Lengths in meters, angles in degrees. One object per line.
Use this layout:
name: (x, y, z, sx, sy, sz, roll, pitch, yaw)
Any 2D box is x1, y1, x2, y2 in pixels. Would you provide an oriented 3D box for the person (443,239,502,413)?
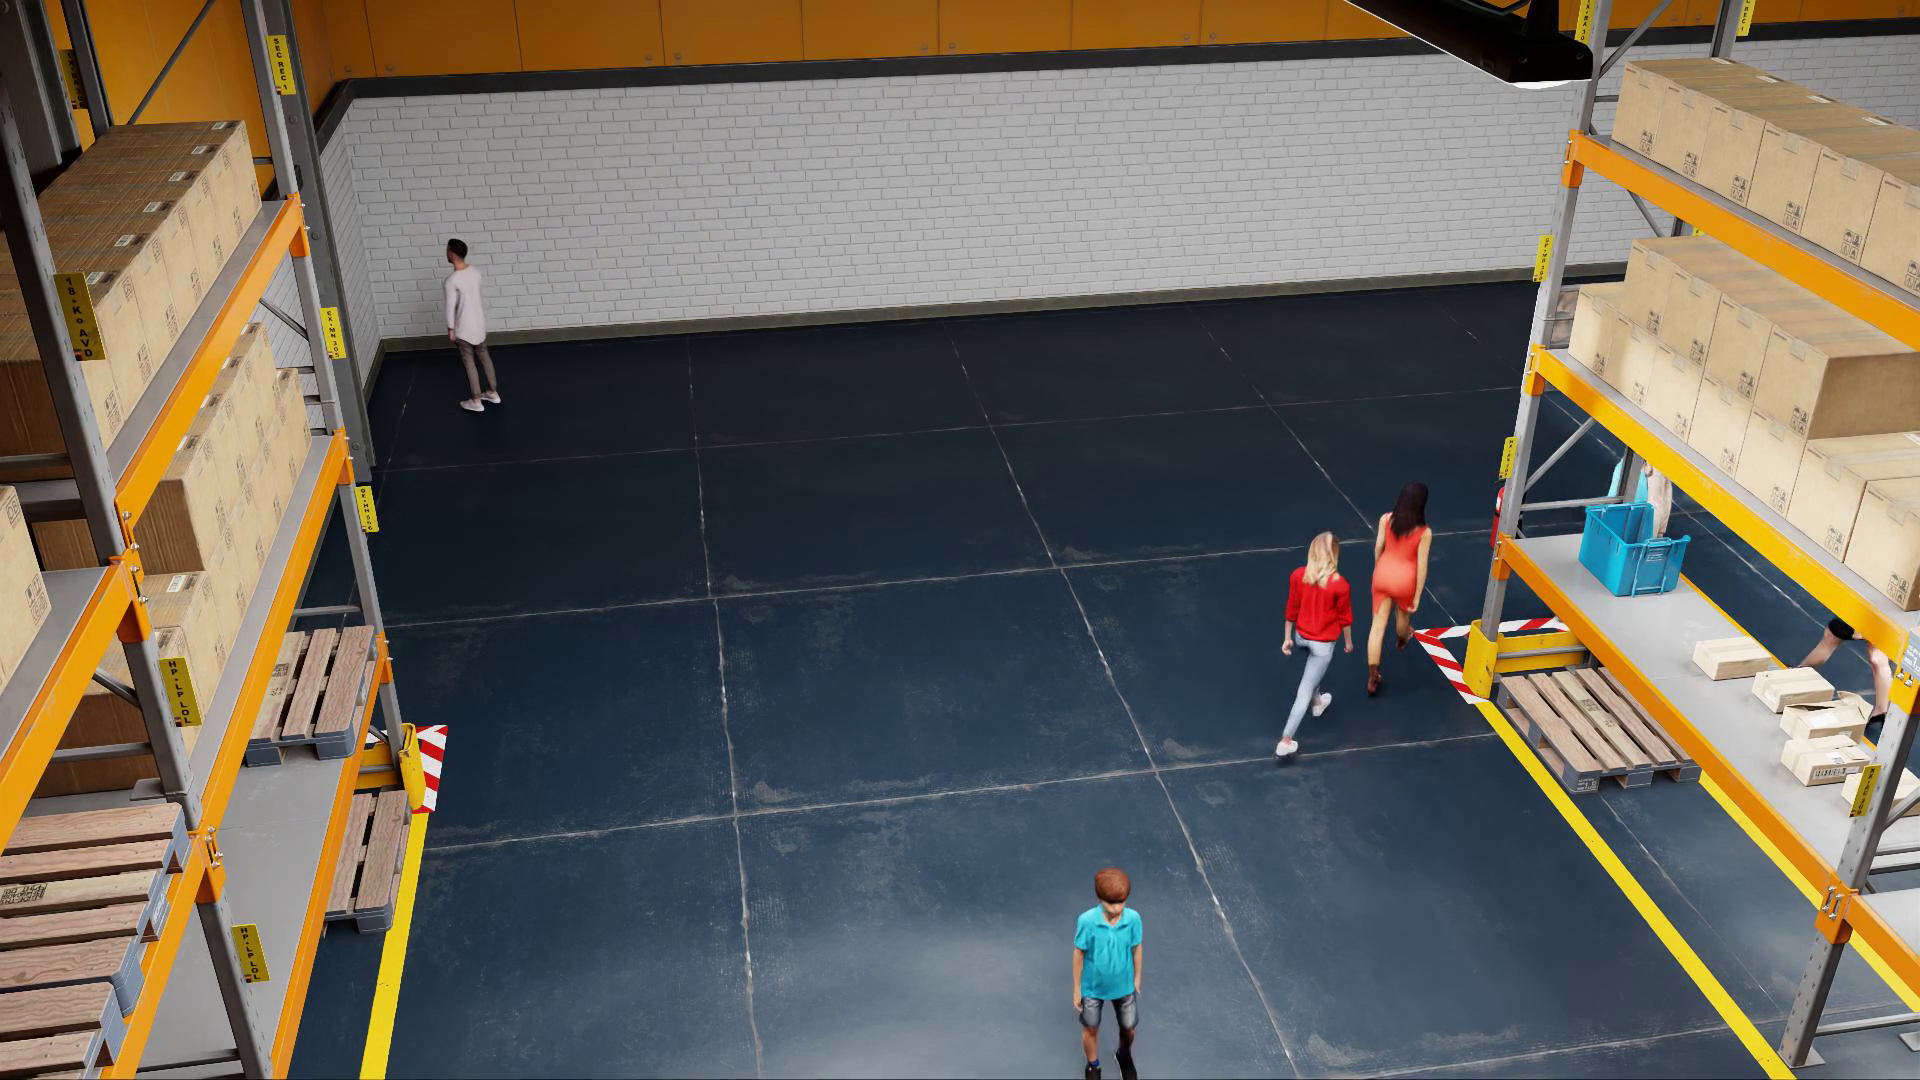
person: (-5.045, -2.232, 17.136, 0.806, 1.841, 0.718, 14, 32, 24)

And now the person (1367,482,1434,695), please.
person: (3.243, 0.394, 12.499, 1.032, 1.672, 1.178, 14, 31, 23)

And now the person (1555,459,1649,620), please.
person: (5.151, -0.050, 13.255, 0.967, 1.727, 1.130, 7, 29, 12)

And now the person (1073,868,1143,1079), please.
person: (0.792, 2.371, 9.112, 0.566, 1.445, 0.570, -1, 29, -3)

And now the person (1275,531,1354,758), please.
person: (2.489, 0.777, 11.809, 1.145, 1.660, 1.145, 22, 35, 34)
